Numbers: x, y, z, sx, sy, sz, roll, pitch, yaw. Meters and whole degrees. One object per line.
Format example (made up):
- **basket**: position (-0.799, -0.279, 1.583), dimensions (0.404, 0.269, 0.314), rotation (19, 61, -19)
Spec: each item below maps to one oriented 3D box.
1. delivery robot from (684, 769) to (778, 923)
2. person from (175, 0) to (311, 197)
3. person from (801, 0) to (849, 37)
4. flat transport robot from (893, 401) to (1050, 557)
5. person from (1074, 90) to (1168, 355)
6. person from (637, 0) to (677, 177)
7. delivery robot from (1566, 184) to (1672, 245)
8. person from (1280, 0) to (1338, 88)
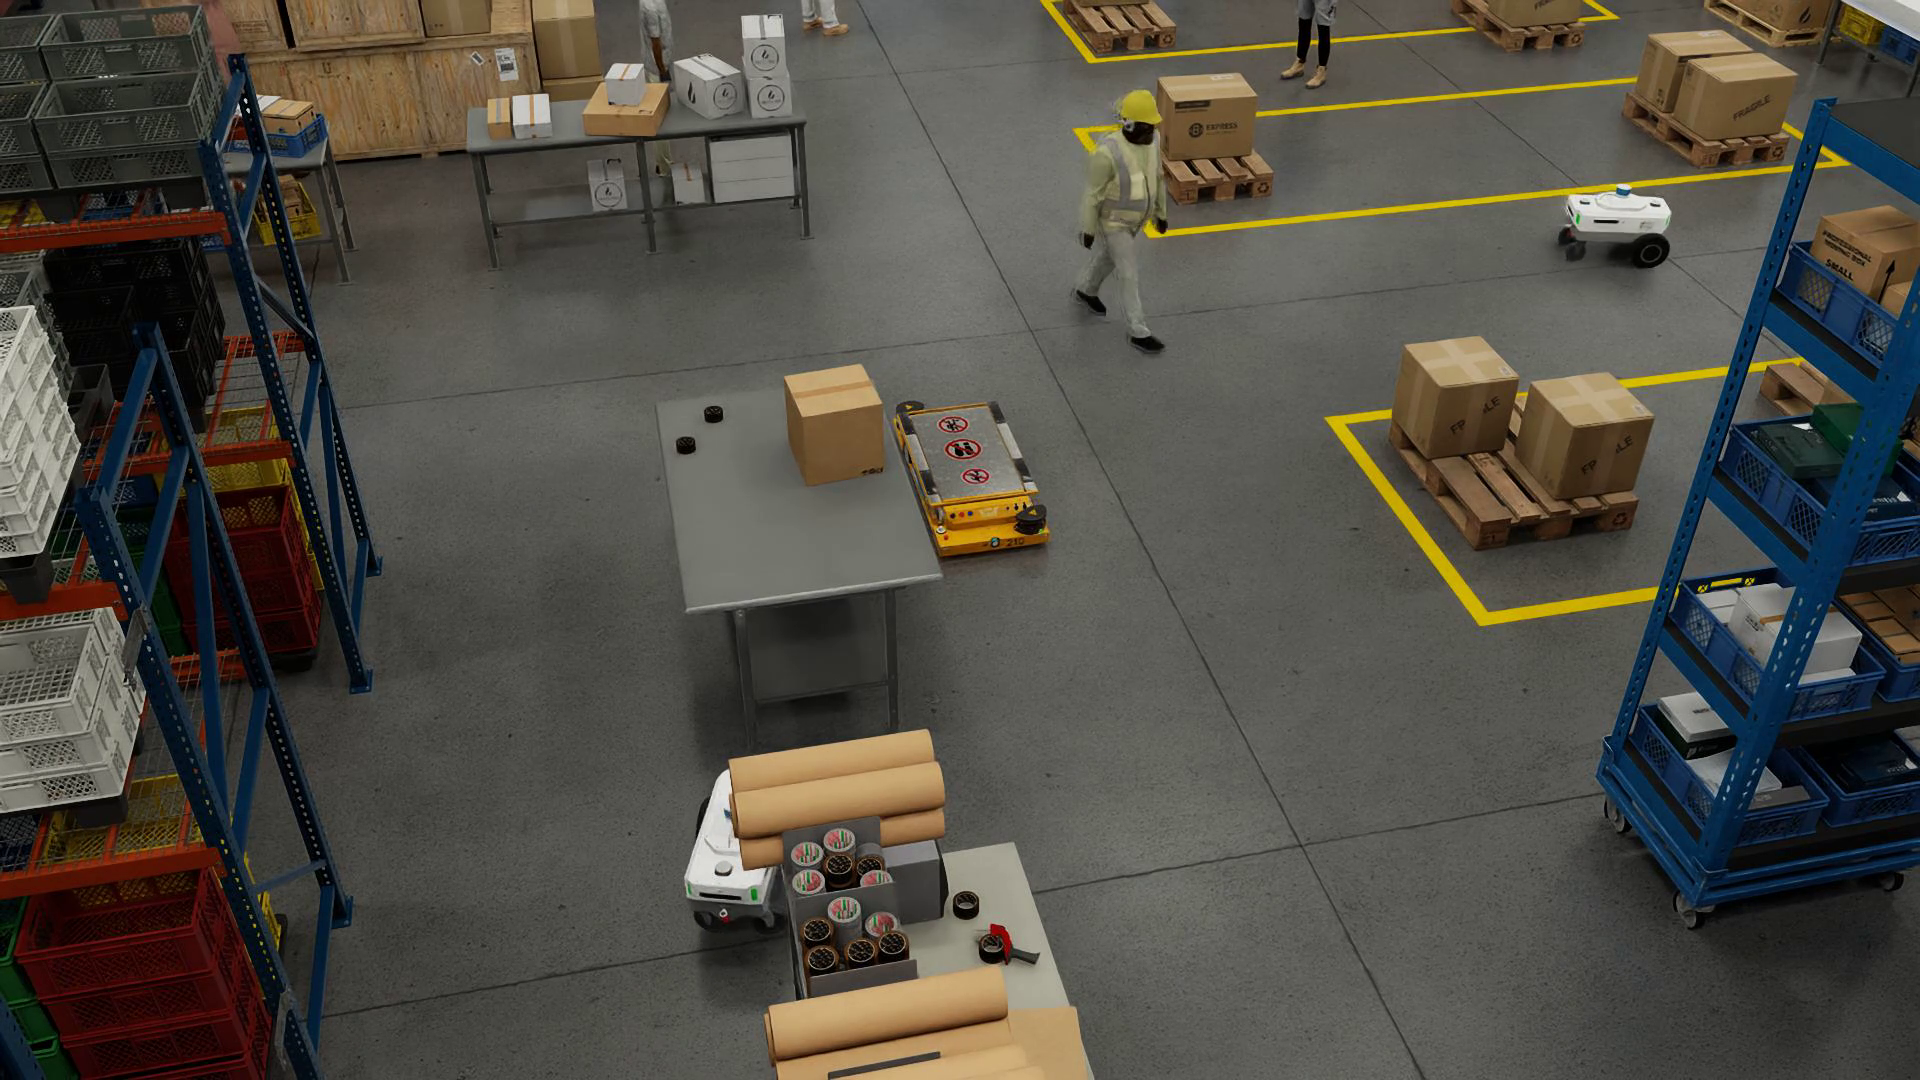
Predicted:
- **delivery robot**: position (-0.984, 1.345, 7.411), dimensions (0.477, 0.478, 0.707), rotation (4, 37, 6)
- **person**: position (-5.666, -3.607, 13.040), dimensions (0.751, 1.880, 0.664), rotation (-3, 37, -4)
- **person**: position (-1.371, -5.810, 16.033), dimensions (0.627, 1.844, 0.429), rotation (29, 45, 33)
- **flat transport robot**: position (0.046, -0.430, 10.108), dimensions (0.652, 0.197, 1.431), rotation (-8, 37, -10)
- **person**: position (1.104, -2.216, 11.257), dimensions (0.949, 1.785, 0.613), rotation (30, 46, 34)
- **person**: position (-2.363, -3.746, 13.234), dimensions (0.332, 1.874, 0.520), rotation (-7, 37, -9)
- **delivery robot**: position (4.931, -2.433, 12.488), dimensions (0.707, 0.478, 0.477), rotation (3, 37, 4)
- **person**: position (3.218, -4.940, 14.983), dimensions (0.320, 1.695, 0.537), rotation (-24, 43, -29)
